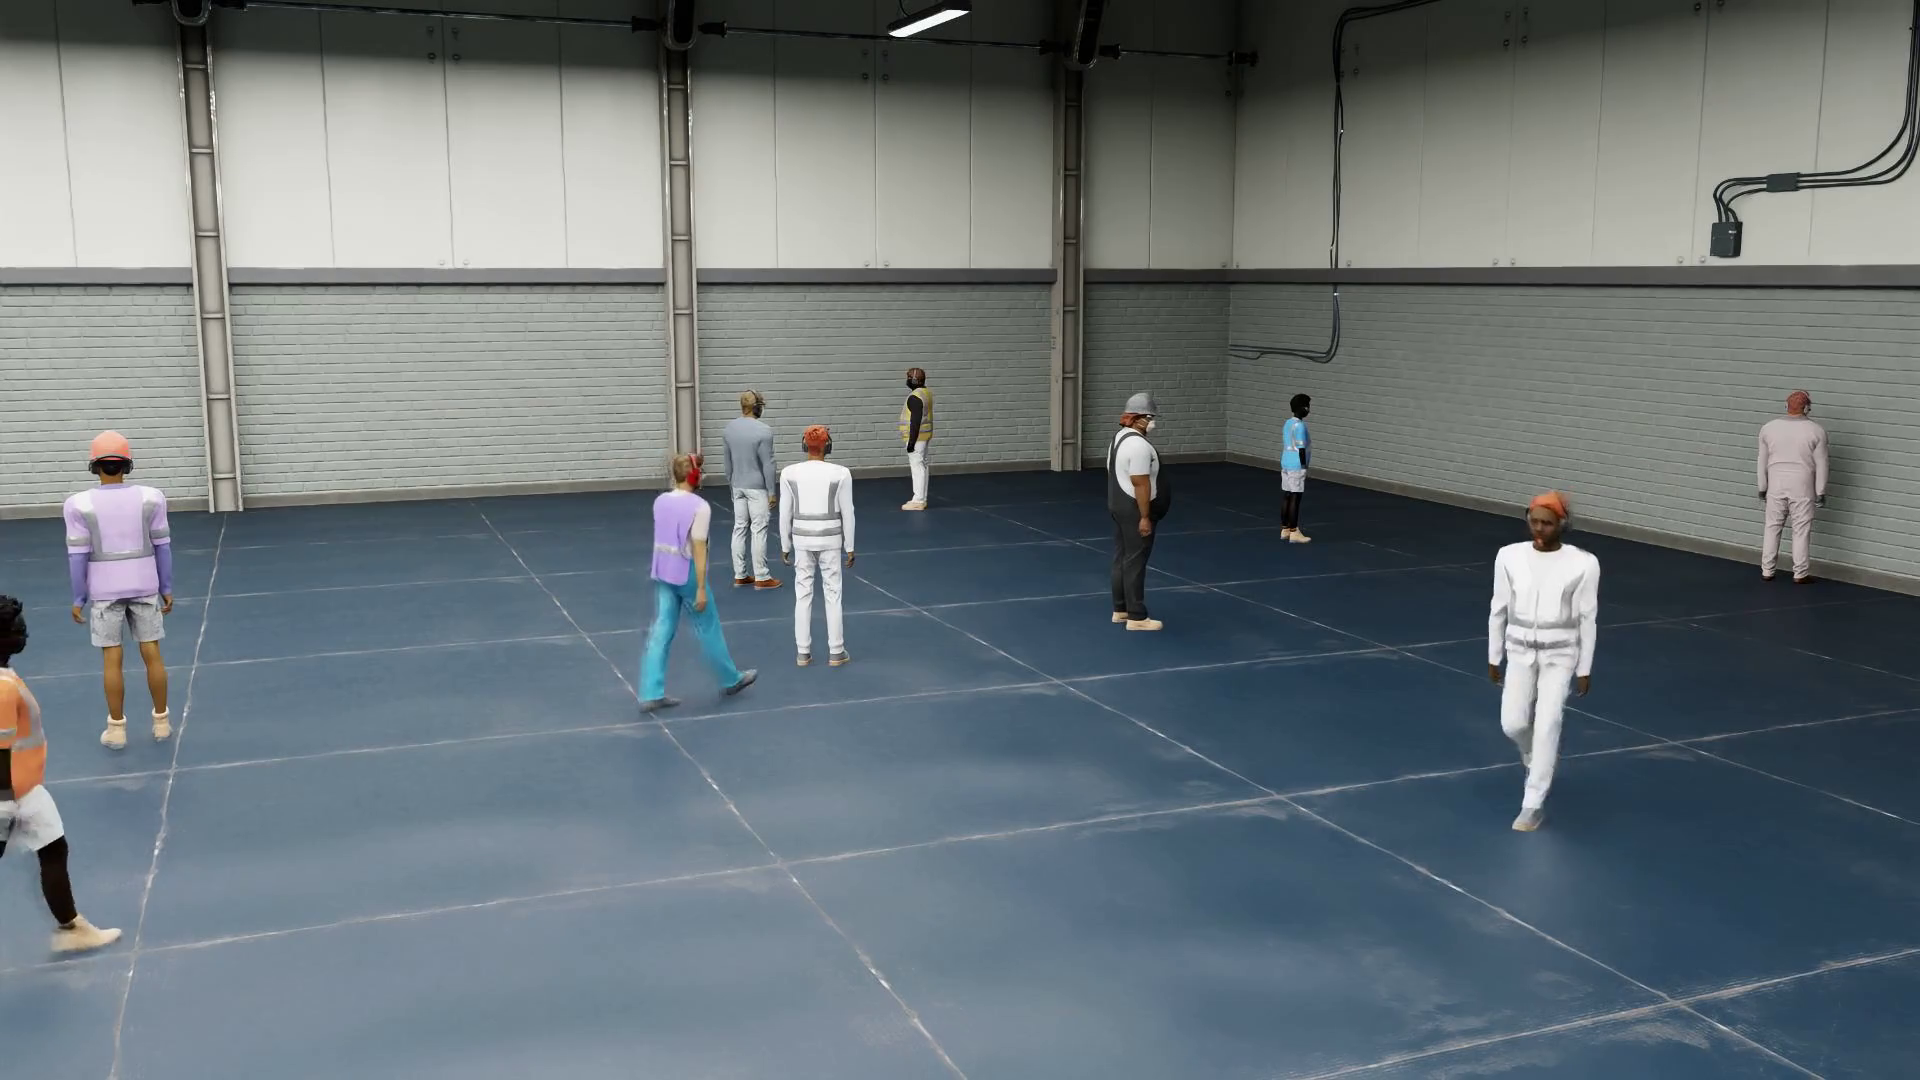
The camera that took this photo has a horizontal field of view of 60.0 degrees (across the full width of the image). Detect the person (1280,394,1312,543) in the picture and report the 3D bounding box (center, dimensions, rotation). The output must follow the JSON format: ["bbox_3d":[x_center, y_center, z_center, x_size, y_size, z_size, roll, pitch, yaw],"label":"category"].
[{"bbox_3d":[3.832,-0.819,18.946,0.320,1.692,0.531,-1,9,-8],"label":"person"}]

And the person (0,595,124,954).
[{"bbox_3d":[-4.210,1.059,7.250,0.824,1.662,0.533,-7,12,-38],"label":"person"}]

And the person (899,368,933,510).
[{"bbox_3d":[-0.570,-1.310,21.570,0.429,1.844,0.625,2,9,11],"label":"person"}]

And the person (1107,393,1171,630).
[{"bbox_3d":[1.547,-0.258,14.336,0.536,2.000,0.681,-2,9,-12],"label":"person"}]

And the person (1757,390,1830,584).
[{"bbox_3d":[8.207,-0.518,16.387,0.651,1.907,0.409,8,12,43],"label":"person"}]

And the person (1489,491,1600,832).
[{"bbox_3d":[3.234,0.645,9.228,0.578,1.867,0.634,6,11,35],"label":"person"}]

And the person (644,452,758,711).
[{"bbox_3d":[-1.888,0.275,11.743,0.591,1.790,0.955,8,12,40],"label":"person"}]

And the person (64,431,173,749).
[{"bbox_3d":[-5.396,0.318,10.707,0.605,2.045,0.381,-7,11,-36],"label":"person"}]

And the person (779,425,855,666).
[{"bbox_3d":[-1.104,0.045,12.926,0.584,1.882,0.339,1,9,5],"label":"person"}]

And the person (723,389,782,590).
[{"bbox_3d":[-2.007,-0.483,16.071,0.630,1.940,0.371,7,11,36],"label":"person"}]
